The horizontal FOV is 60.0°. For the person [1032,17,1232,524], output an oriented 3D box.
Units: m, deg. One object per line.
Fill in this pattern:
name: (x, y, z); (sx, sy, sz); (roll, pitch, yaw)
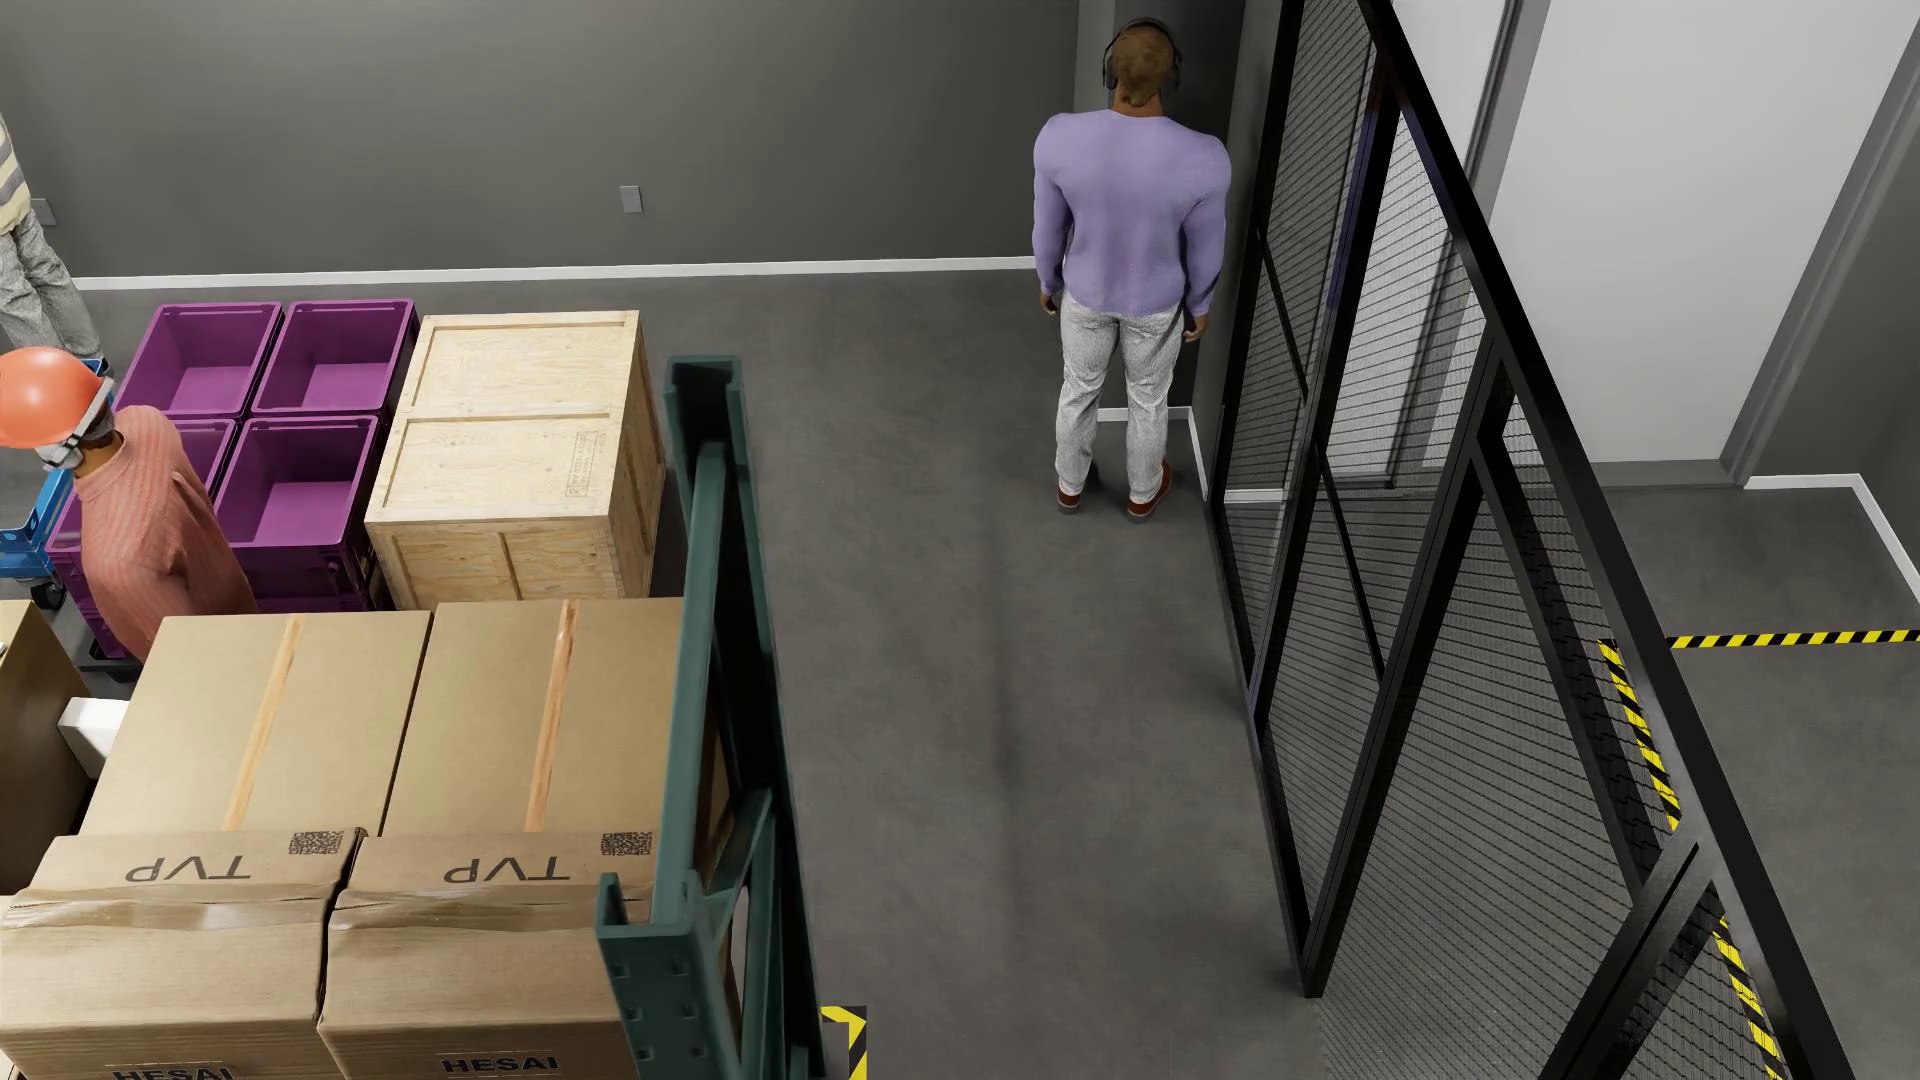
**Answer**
person: (0.545, -0.830, 5.553); (0.630, 1.934, 0.372); (10, 47, 9)

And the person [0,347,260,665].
person: (-2.070, 0.269, 4.468); (0.403, 1.983, 0.617); (-11, 47, -10)

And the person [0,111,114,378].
person: (-3.544, -1.188, 5.961); (0.403, 1.835, 0.586); (1, 46, 1)
